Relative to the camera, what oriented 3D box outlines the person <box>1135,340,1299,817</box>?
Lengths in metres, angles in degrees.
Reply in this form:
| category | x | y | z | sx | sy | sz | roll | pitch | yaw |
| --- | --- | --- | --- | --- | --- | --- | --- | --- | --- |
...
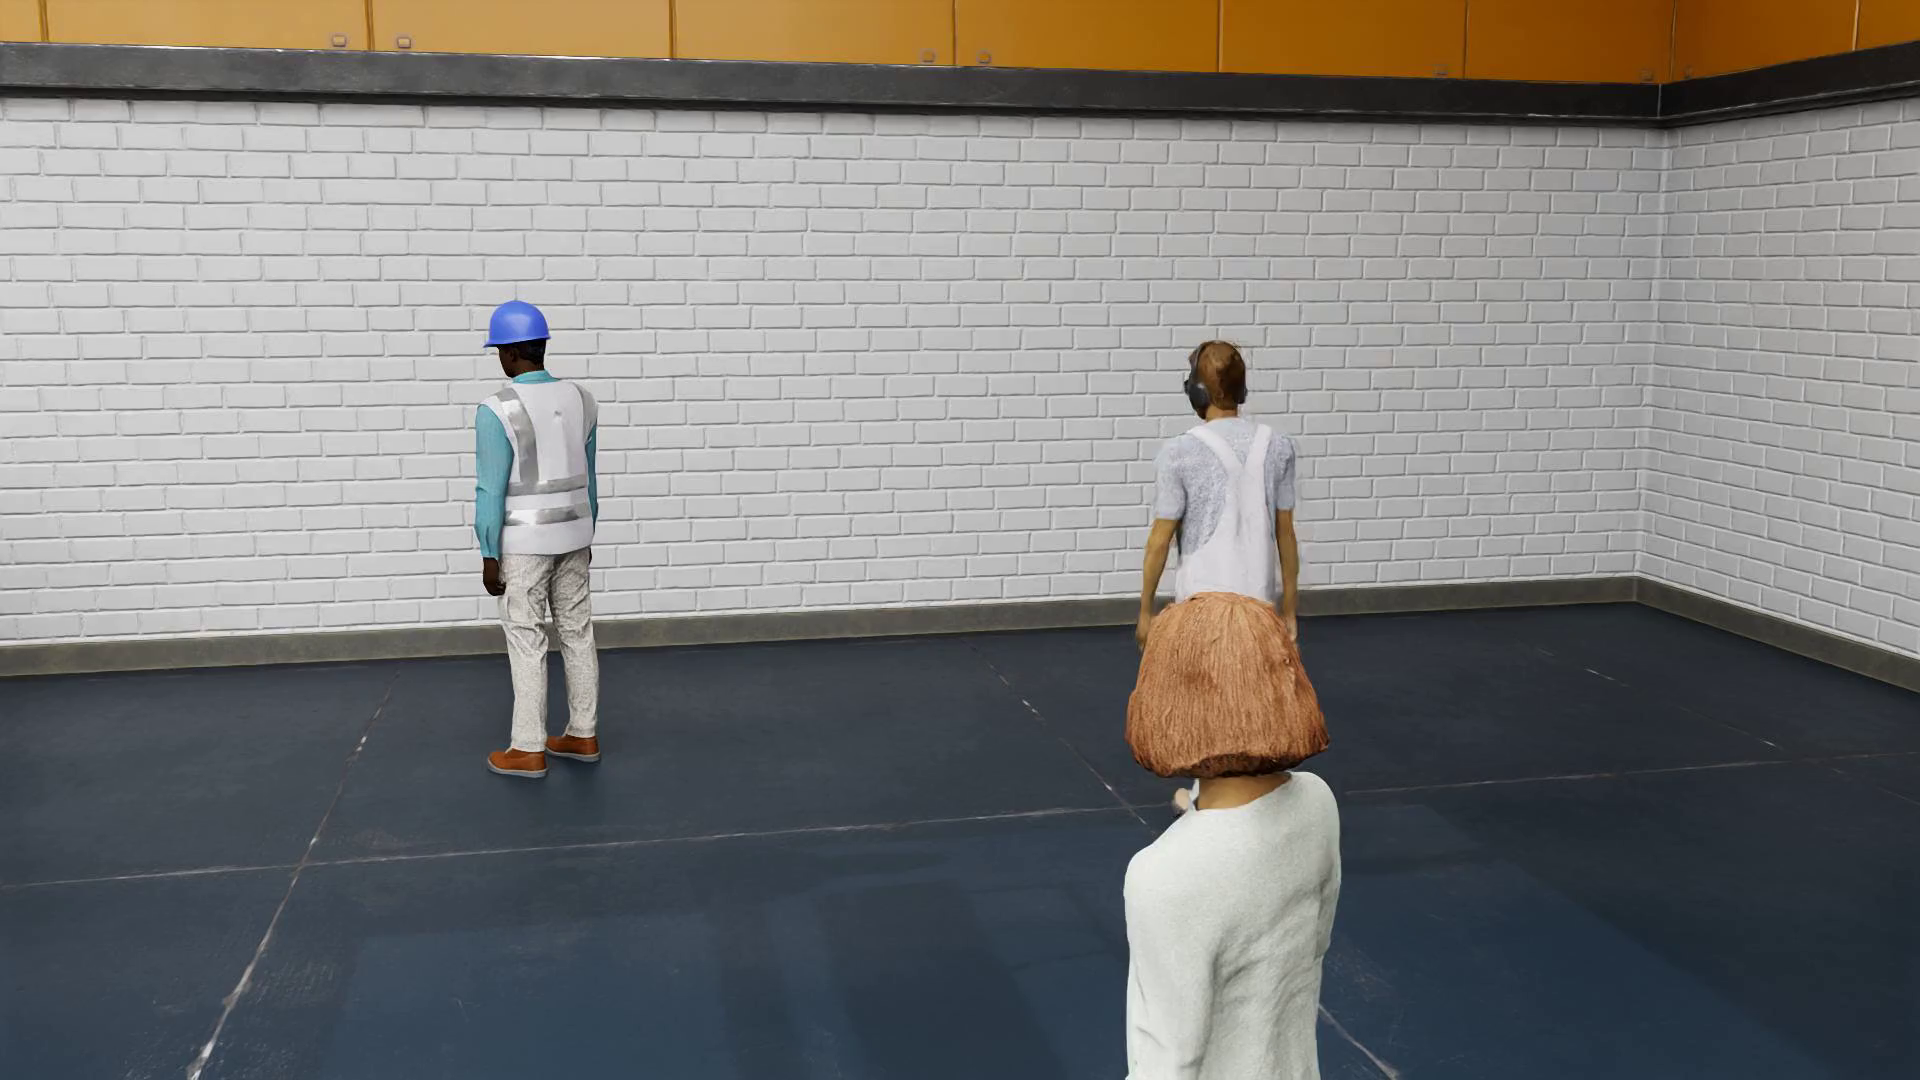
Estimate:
| category | x | y | z | sx | sy | sz | roll | pitch | yaw |
| --- | --- | --- | --- | --- | --- | --- | --- | --- | --- |
| person | 0.862 | 0.216 | 5.829 | 0.529 | 1.813 | 0.849 | -3 | 10 | -20 |

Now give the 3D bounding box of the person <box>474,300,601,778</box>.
| category | x | y | z | sx | sy | sz | roll | pitch | yaw |
| --- | --- | --- | --- | --- | --- | --- | --- | --- | --- |
| person | -1.730 | 0.000 | 6.805 | 0.416 | 1.937 | 0.604 | 6 | 11 | 34 |

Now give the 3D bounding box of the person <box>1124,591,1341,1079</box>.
| category | x | y | z | sx | sy | sz | roll | pitch | yaw |
| --- | --- | --- | --- | --- | --- | --- | --- | --- | --- |
| person | 0.359 | 0.880 | 2.353 | 0.279 | 1.633 | 0.500 | 7 | 11 | 35 |
